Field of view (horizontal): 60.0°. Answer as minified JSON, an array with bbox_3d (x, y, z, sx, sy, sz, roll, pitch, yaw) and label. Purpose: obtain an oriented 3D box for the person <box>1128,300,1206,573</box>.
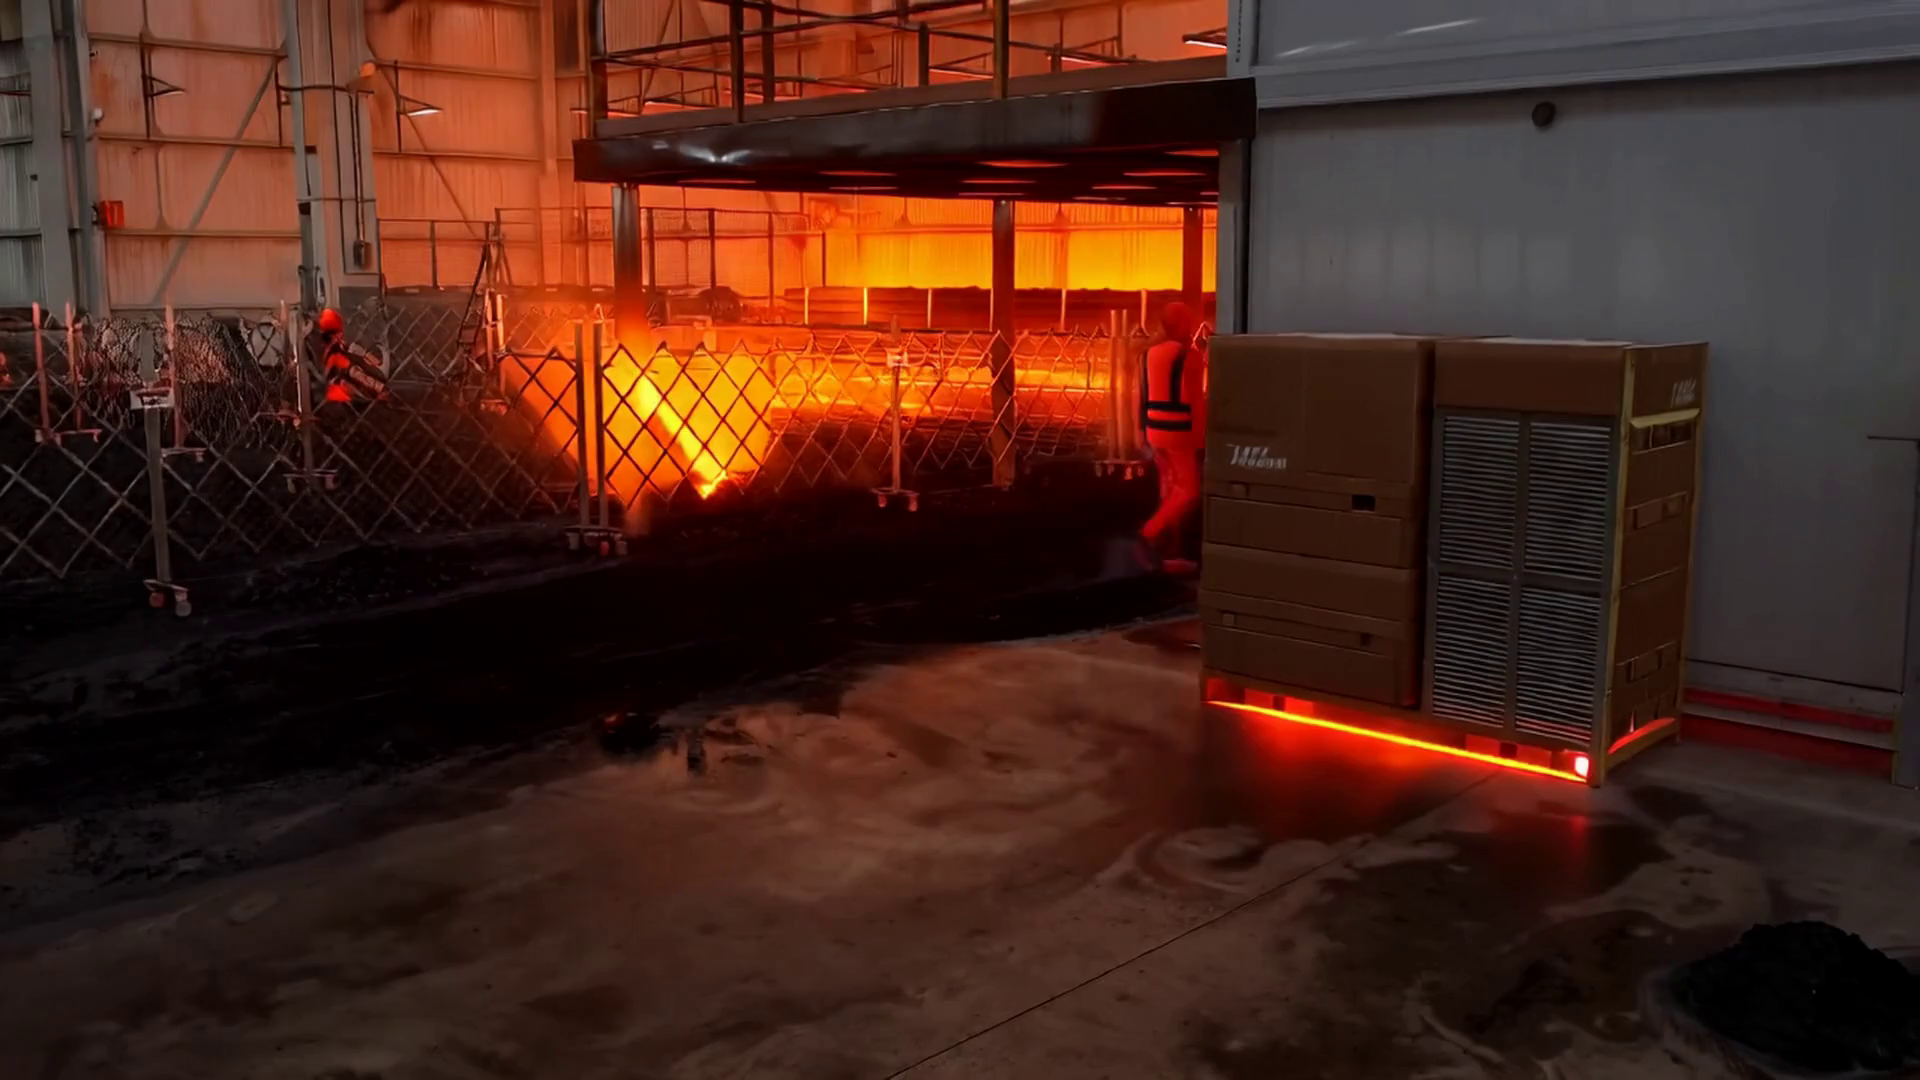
[{"bbox_3d":[1.391,-0.674,11.176,0.595,1.869,0.597,-6,11,-33],"label":"person"}]
